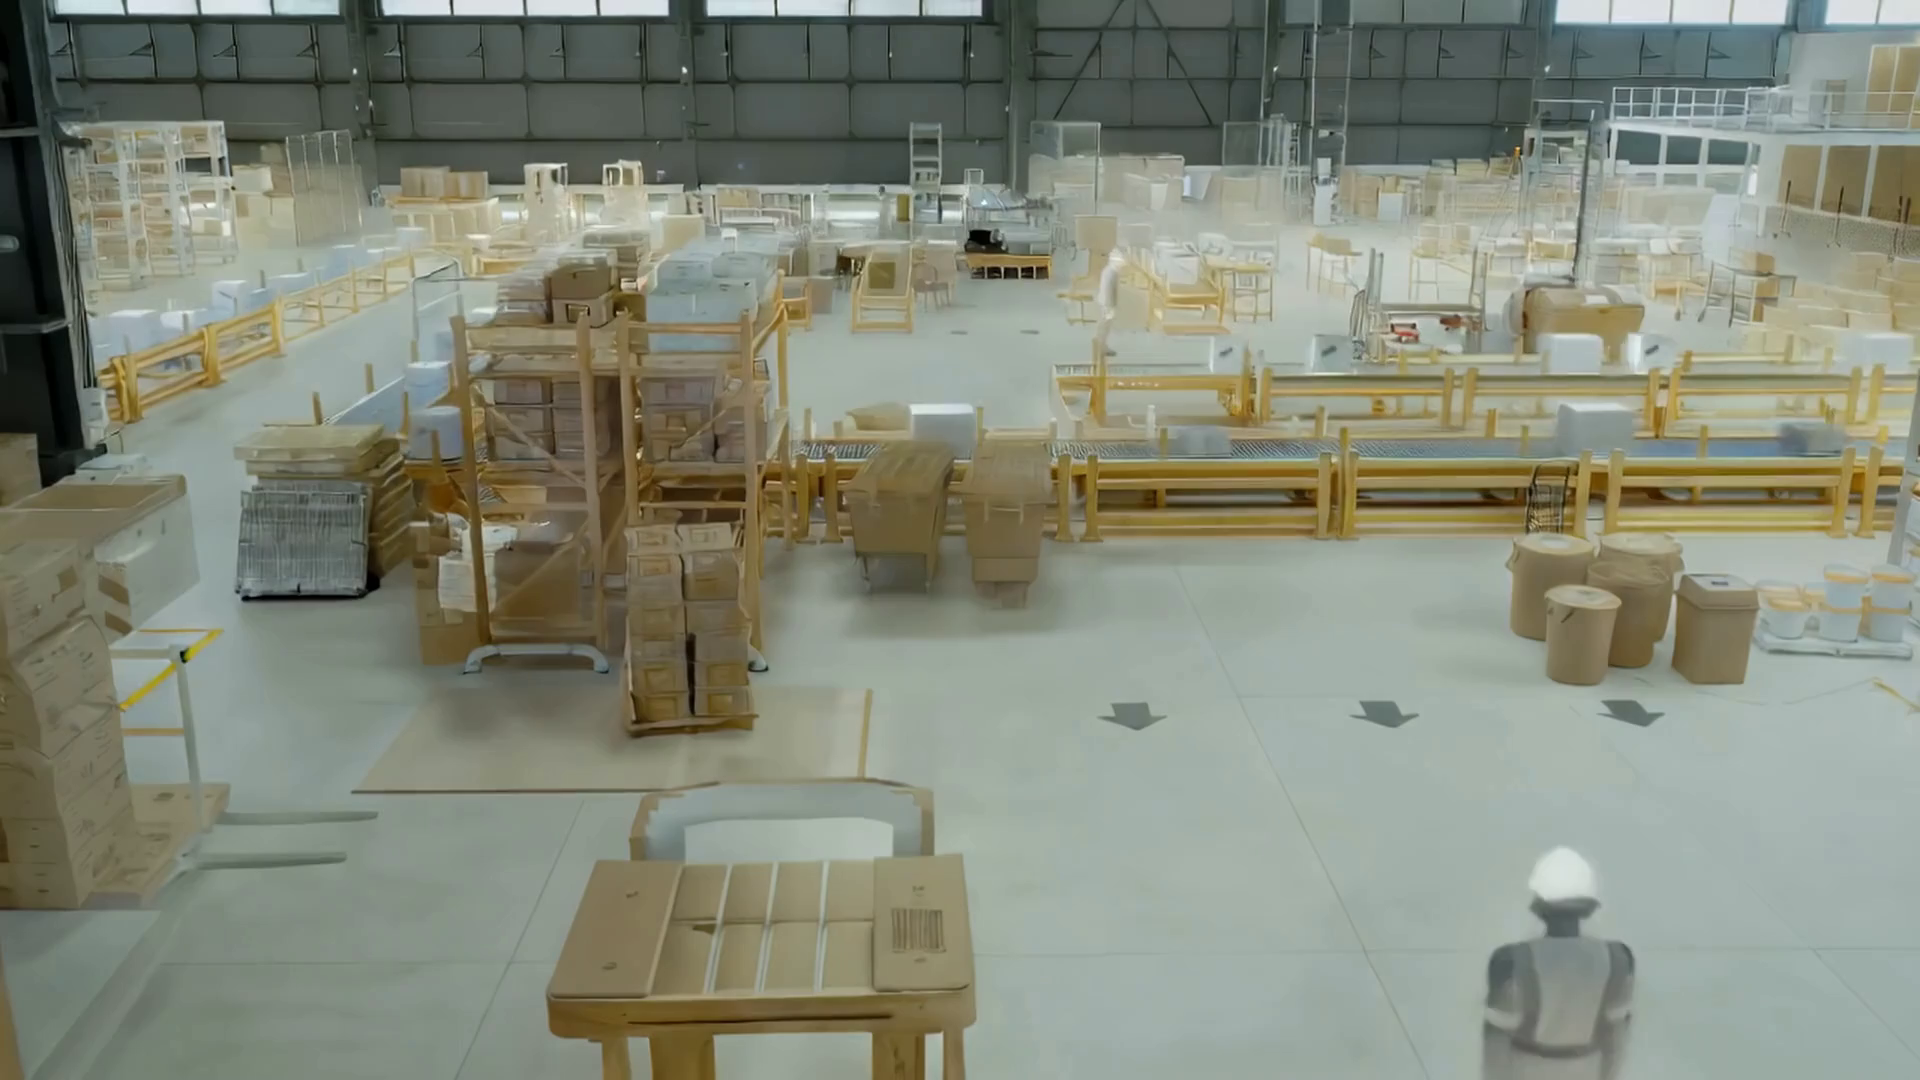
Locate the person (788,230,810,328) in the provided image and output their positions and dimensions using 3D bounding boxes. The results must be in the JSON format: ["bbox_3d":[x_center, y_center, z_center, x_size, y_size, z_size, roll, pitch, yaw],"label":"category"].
[{"bbox_3d":[-3.170,-5.126,32.655,0.420,1.896,0.656,-2,16,-7],"label":"person"}]

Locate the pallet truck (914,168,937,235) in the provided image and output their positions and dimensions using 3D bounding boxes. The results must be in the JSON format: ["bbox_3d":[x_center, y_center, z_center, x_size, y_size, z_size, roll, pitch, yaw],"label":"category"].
[{"bbox_3d":[-0.989,-10.316,50.507,0.823,1.965,1.885,1,16,3],"label":"pallet truck"}]

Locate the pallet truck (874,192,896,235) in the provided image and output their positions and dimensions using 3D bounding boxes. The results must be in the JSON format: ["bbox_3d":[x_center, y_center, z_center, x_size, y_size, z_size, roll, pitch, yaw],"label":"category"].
[{"bbox_3d":[-2.277,-9.986,50.594,0.653,1.274,1.630,0,16,-1],"label":"pallet truck"}]

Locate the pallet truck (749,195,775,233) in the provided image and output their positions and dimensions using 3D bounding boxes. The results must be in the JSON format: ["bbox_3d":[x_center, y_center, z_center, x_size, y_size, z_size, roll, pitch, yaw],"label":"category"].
[{"bbox_3d":[-6.051,-9.967,50.660,0.680,1.201,1.601,0,16,-1],"label":"pallet truck"}]

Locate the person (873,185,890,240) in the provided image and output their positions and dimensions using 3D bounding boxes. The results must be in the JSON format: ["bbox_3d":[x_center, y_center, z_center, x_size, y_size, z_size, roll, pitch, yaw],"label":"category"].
[{"bbox_3d":[-1.946,-8.090,42.728,0.595,2.022,0.617,-2,16,-5],"label":"person"}]

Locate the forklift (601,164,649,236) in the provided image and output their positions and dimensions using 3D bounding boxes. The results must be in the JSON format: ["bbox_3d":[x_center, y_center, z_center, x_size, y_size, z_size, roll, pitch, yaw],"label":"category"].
[{"bbox_3d":[-9.948,-10.127,49.296,1.157,1.987,2.680,-1,16,-3],"label":"forklift"}]

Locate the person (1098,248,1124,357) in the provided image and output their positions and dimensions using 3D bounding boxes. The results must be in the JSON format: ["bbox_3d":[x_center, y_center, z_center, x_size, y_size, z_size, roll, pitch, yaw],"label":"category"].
[{"bbox_3d":[2.663,-4.188,29.349,0.419,1.918,0.553,0,16,1],"label":"person"}]

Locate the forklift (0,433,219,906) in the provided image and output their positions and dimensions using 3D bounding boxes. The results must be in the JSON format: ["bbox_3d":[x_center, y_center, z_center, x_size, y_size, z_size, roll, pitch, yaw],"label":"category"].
[{"bbox_3d":[-5.952,0.780,10.366,1.873,2.768,1.129,0,16,-1],"label":"forklift"}]

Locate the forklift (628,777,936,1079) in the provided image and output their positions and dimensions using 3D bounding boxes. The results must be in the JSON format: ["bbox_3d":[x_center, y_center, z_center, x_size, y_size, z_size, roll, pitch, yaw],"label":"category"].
[{"bbox_3d":[-0.542,2.165,5.552,1.129,2.768,1.873,-1,16,-2],"label":"forklift"}]

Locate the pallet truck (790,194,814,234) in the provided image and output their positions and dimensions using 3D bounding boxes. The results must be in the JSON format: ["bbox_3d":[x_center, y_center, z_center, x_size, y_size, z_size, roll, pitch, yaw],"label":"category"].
[{"bbox_3d":[-4.814,-9.883,50.259,0.704,1.261,1.522,-1,16,-3],"label":"pallet truck"}]

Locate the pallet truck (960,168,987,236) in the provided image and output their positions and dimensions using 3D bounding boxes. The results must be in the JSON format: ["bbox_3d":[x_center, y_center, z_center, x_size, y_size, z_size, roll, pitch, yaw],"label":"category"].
[{"bbox_3d":[0.383,-10.230,50.206,0.823,1.965,1.885,-1,16,-3],"label":"pallet truck"}]

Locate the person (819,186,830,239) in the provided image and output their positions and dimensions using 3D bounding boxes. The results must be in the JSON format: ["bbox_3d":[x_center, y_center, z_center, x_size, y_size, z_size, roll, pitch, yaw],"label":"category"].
[{"bbox_3d":[-3.719,-8.864,45.871,0.314,1.769,0.525,-6,17,-21],"label":"person"}]

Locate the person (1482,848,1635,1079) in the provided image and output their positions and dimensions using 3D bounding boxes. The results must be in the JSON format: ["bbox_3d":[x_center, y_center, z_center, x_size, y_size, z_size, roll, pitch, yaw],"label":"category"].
[{"bbox_3d":[2.453,2.246,6.861,0.626,2.000,1.035,-1,16,-2],"label":"person"}]

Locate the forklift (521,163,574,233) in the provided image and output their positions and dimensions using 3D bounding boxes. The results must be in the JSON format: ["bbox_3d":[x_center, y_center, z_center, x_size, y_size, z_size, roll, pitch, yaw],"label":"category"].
[{"bbox_3d":[-12.233,-10.122,49.298,1.157,1.987,2.680,0,16,-1],"label":"forklift"}]
